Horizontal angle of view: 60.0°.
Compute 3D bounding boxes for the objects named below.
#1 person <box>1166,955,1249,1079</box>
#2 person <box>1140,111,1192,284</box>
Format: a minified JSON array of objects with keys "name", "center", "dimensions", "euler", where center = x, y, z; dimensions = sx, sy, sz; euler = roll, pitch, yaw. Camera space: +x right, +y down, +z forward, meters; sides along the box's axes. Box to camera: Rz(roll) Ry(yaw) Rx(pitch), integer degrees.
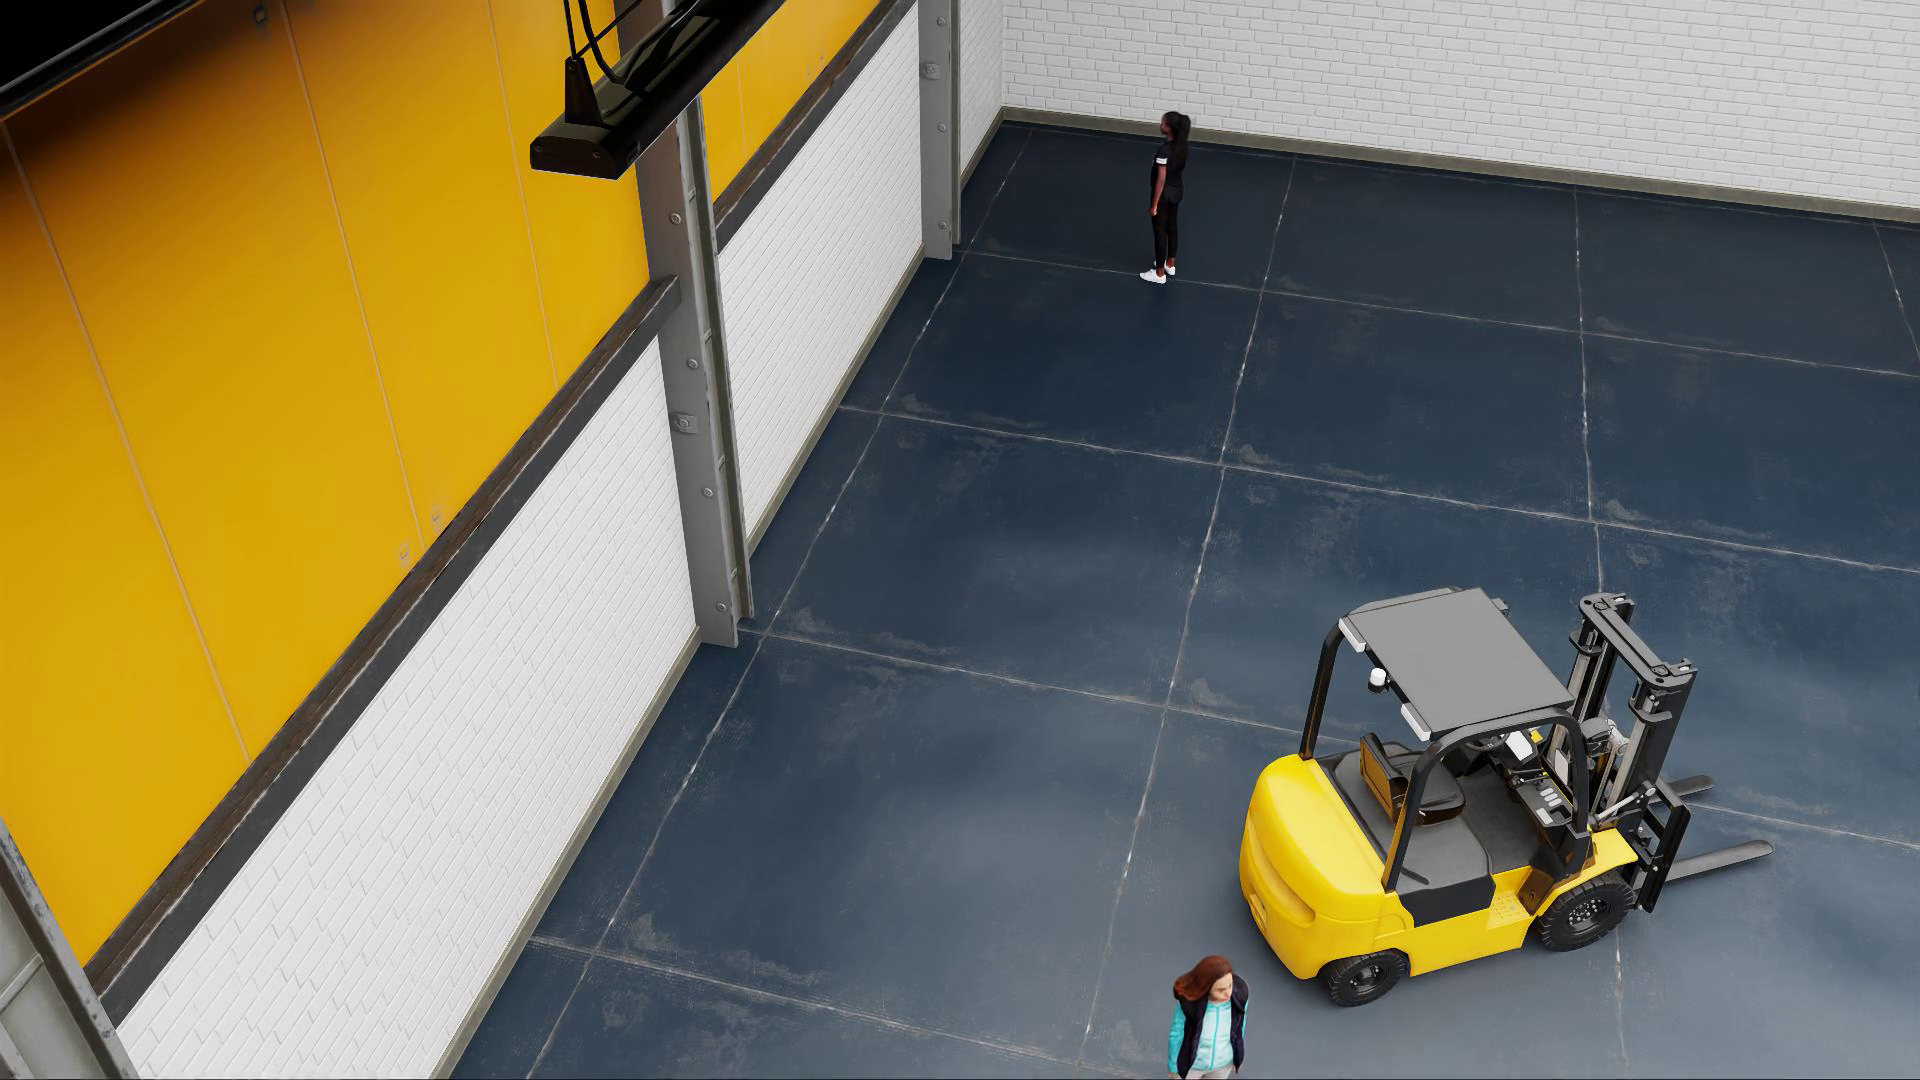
[{"name":"person","center":[1.276,2.669,8.677],"dimensions":[0.676,1.500,0.709],"euler":[-7,39,-9]},{"name":"person","center":[1.983,-3.301,15.969],"dimensions":[0.755,1.730,0.633],"euler":[25,45,28]}]
